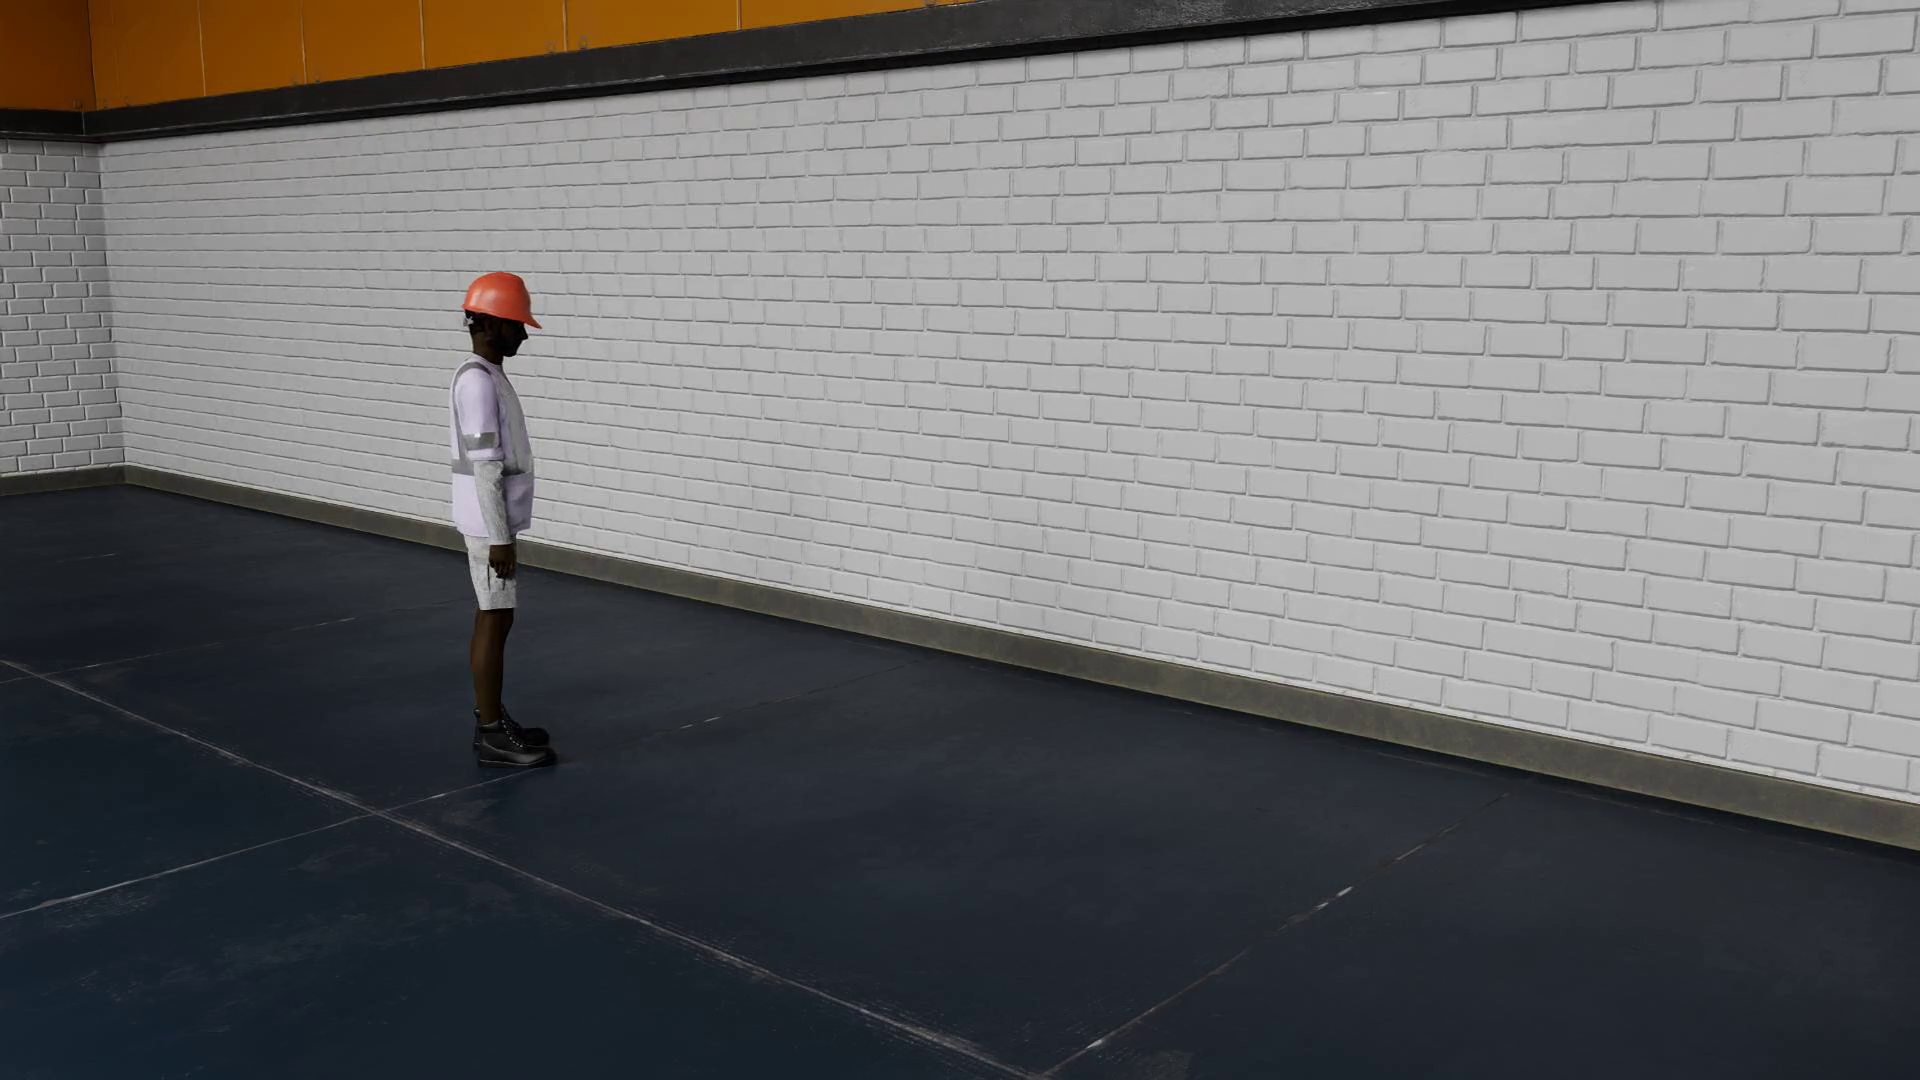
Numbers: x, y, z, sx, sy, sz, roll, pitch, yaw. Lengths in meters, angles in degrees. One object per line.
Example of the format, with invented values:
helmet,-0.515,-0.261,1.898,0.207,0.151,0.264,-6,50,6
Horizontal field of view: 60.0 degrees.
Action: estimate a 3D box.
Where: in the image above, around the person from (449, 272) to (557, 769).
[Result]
person,-1.797,-0.074,6.520,0.367,1.930,0.542,-3,10,-16
